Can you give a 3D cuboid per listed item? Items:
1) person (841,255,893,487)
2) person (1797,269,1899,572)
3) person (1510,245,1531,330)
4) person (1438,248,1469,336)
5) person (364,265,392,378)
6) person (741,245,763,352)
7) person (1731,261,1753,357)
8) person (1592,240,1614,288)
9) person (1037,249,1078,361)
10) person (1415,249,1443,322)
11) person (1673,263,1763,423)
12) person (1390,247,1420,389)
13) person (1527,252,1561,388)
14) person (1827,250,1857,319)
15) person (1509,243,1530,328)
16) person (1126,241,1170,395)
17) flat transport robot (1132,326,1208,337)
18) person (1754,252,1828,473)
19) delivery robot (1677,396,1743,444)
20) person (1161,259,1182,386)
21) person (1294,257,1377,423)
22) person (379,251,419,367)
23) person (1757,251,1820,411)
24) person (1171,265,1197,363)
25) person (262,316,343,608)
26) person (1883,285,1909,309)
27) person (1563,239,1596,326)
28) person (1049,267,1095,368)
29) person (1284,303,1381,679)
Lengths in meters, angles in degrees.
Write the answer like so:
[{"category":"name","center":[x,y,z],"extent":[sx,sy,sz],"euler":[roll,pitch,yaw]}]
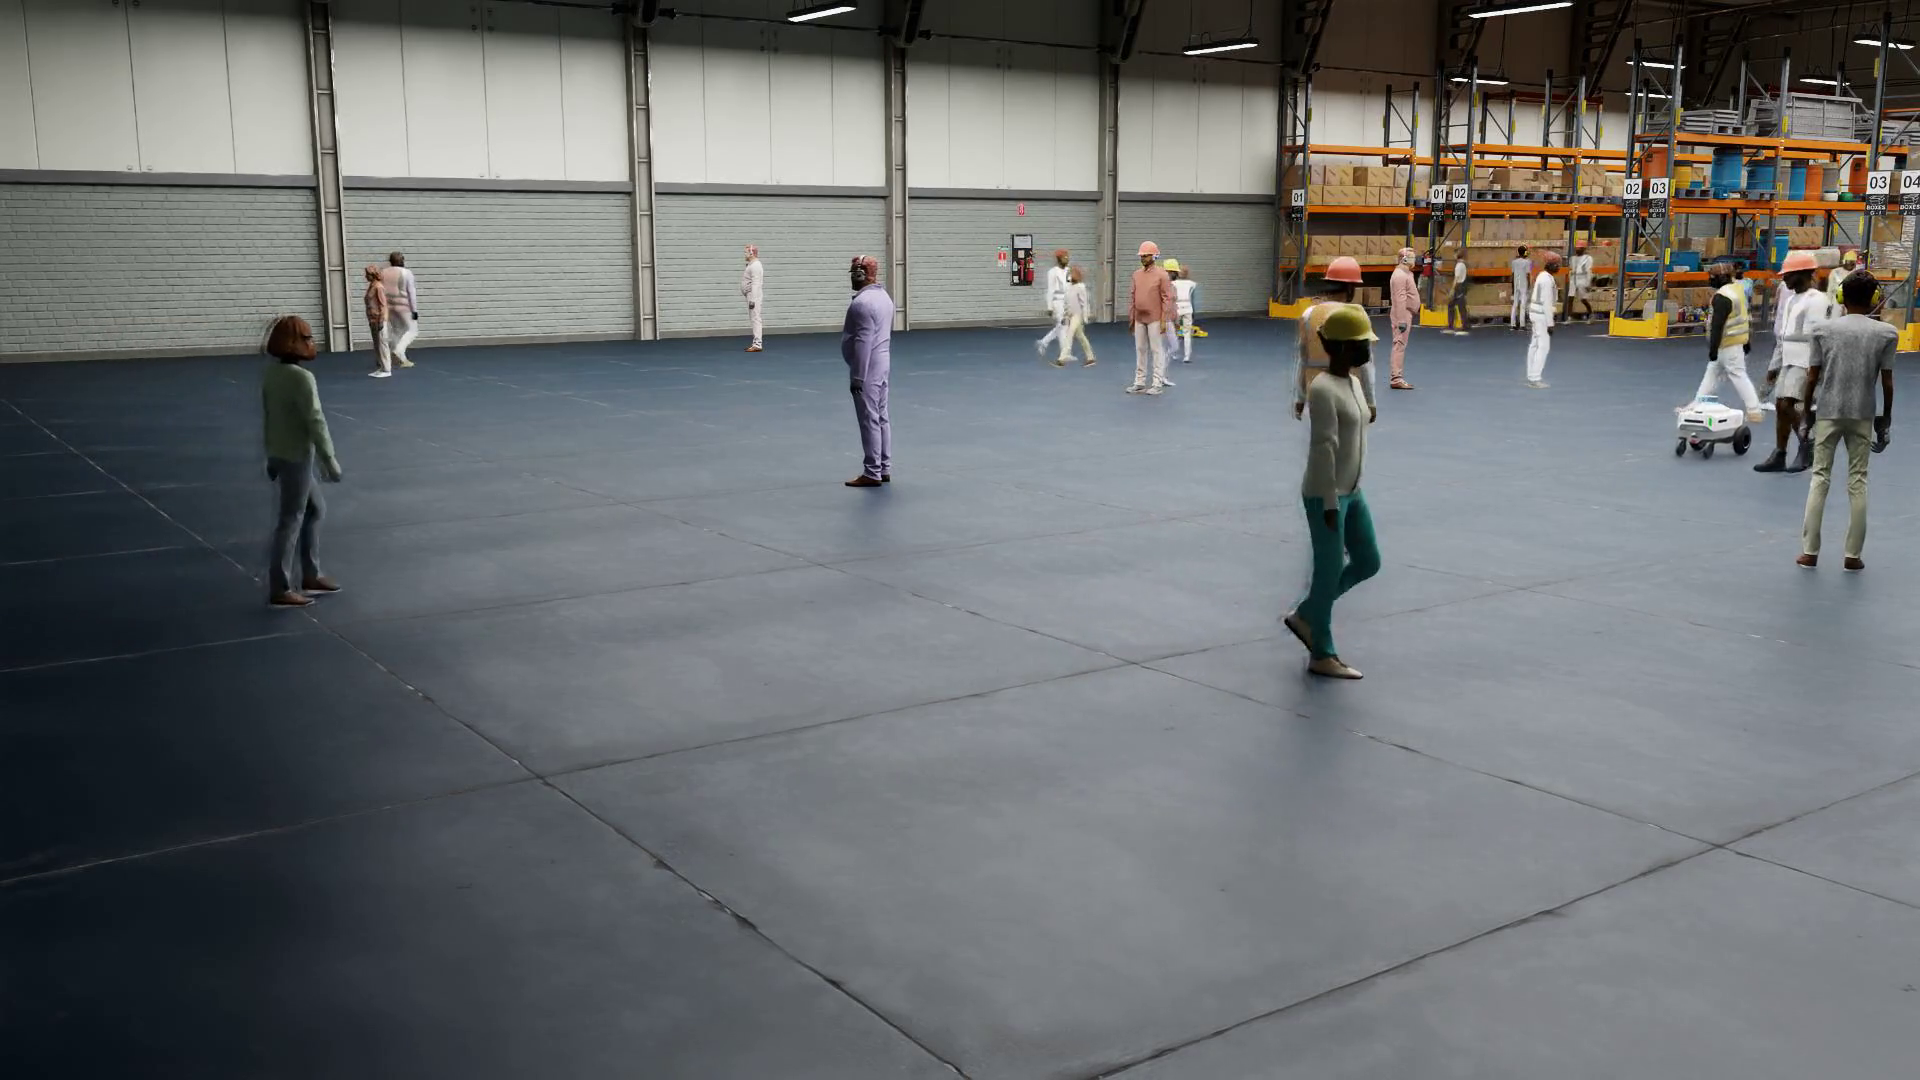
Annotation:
[{"category":"person","center":[-0.782,-1.395,13.774],"extent":[0.402,1.906,0.652],"euler":[3,11,15]},{"category":"person","center":[5.463,-0.730,10.265],"extent":[0.509,1.863,0.311],"euler":[5,11,24]},{"category":"person","center":[12.378,-5.555,36.670],"extent":[0.328,1.876,0.514],"euler":[-7,12,-34]},{"category":"person","center":[10.325,-5.180,34.751],"extent":[0.771,1.815,0.521],"euler":[4,11,21]},{"category":"person","center":[-8.549,-3.198,24.392],"extent":[0.310,1.638,0.523],"euler":[-7,13,-35]},{"category":"person","center":[-3.738,-4.342,29.930],"extent":[0.407,1.910,0.639],"euler":[-1,10,-6]},{"category":"person","center":[13.376,-3.996,28.729],"extent":[0.535,1.659,0.861],"euler":[2,10,10]},{"category":"person","center":[17.592,-7.186,45.343],"extent":[0.726,1.971,0.627],"euler":[-5,11,-25]},{"category":"person","center":[1.629,-3.922,27.759],"extent":[0.776,1.865,0.585],"euler":[7,13,36]},{"category":"person","center":[11.224,-6.079,39.802],"extent":[0.945,1.779,0.609],"euler":[-7,12,-34]},{"category":"person","center":[8.559,-2.195,18.542],"extent":[0.945,1.774,0.674],"euler":[7,13,35]},{"category":"person","center":[6.034,-3.005,22.591],"extent":[0.408,1.913,0.641],"euler":[3,11,15]},{"category":"person","center":[7.980,-3.010,22.793],"extent":[0.347,1.864,0.741],"euler":[2,11,11]},{"category":"person","center":[15.697,-4.224,29.515],"extent":[0.607,1.820,0.590],"euler":[2,11,13]},{"category":"person","center":[12.679,-5.740,37.570],"extent":[0.546,1.916,0.573],"euler":[-3,11,-18]},{"category":"person","center":[2.465,-2.907,21.819],"extent":[0.622,1.994,0.381],"euler":[10,14,44]},{"category":"flat transport robot","center":[4.285,-4.250,33.910],"extent":[1.431,0.197,0.652],"euler":[-6,12,-28]},{"category":"person","center":[7.234,-1.531,14.470],"extent":[0.444,1.922,0.576],"euler":[0,10,2]},{"category":"delivery robot","center":[7.087,-1.117,15.701],"extent":[0.707,0.478,0.477],"euler":[-9,14,-41]},{"category":"person","center":[2.890,-2.983,22.930],"extent":[0.435,1.754,0.528],"euler":[3,11,18]},{"category":"person","center":[2.723,-1.035,11.788],"extent":[0.798,1.906,0.564],"euler":[-9,14,-41]},{"category":"person","center":[-8.835,-3.624,26.193],"extent":[0.645,1.832,0.505],"euler":[4,11,20]},{"category":"person","center":[9.877,-2.431,19.506],"extent":[0.946,1.881,0.617],"euler":[4,11,23]},{"category":"person","center":[3.657,-3.732,27.438],"extent":[0.534,1.588,0.857],"euler":[-1,10,-6]},{"category":"person","center":[-3.657,-0.439,9.308],"extent":[0.617,1.615,0.499],"euler":[-9,14,-42]},{"category":"person","center":[18.878,-4.894,33.495],"extent":[0.837,1.713,0.495],"euler":[-8,13,-37]},{"category":"person","center":[14.456,-5.985,38.683],"extent":[0.964,2.011,0.614],"euler":[-7,13,-35]},{"category":"person","center":[1.797,-3.521,26.290],"extent":[0.879,1.585,0.517],"euler":[-5,11,-26]},{"category":"person","center":[1.751,-0.217,7.739],"extent":[0.401,1.755,0.530],"euler":[7,13,35]}]
